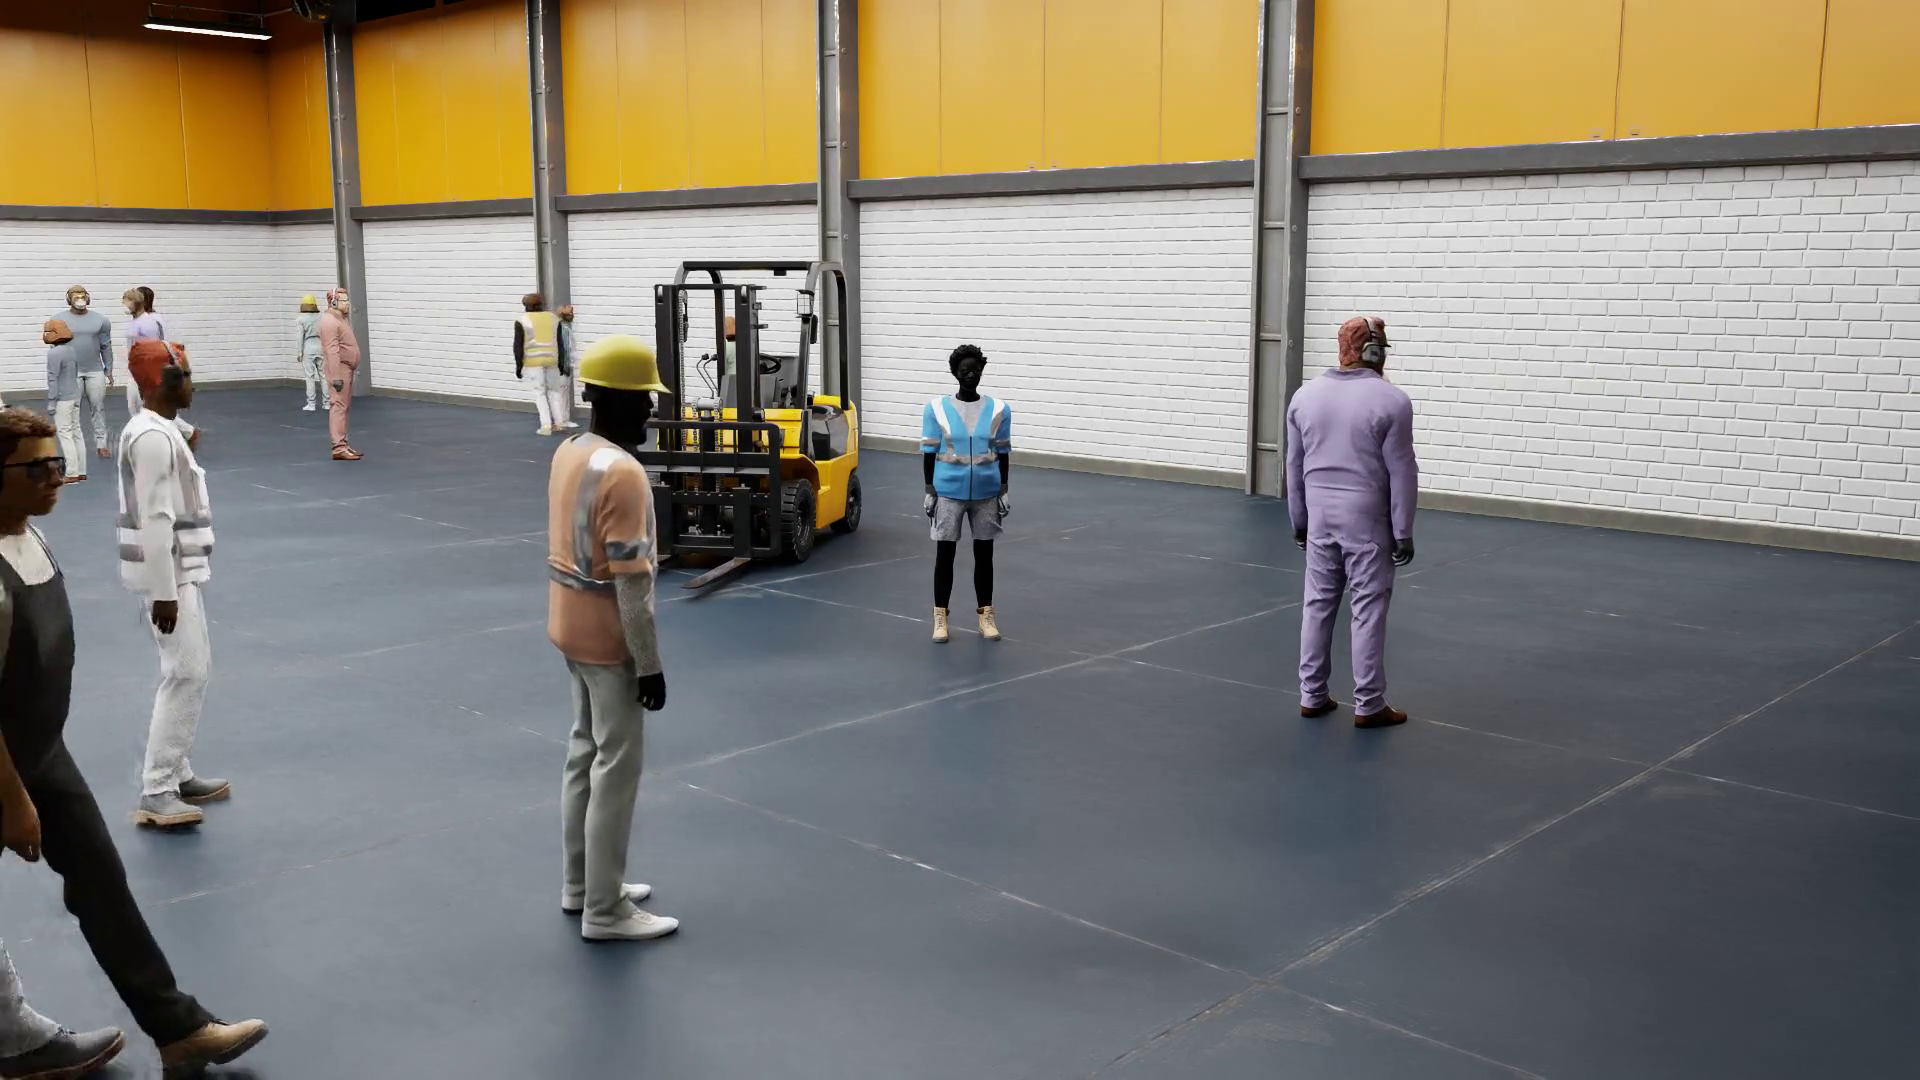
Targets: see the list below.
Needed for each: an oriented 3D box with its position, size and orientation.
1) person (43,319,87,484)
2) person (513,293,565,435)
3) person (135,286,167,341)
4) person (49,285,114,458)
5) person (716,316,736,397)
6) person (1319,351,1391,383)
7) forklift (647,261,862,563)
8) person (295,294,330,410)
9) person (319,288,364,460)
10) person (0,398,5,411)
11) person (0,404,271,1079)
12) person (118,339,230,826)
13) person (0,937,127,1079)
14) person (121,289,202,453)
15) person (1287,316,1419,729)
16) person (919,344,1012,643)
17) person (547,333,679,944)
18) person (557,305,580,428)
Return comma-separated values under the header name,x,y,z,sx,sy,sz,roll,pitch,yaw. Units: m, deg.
name,x,y,z,sx,sy,sz,roll,pitch,yaw
person,-8.862,-1.364,16.448,0.284,1.626,0.502,-1,9,-5
person,-5.378,-2.246,21.305,0.647,1.815,0.496,-8,12,-41
person,-9.304,-1.956,19.178,0.377,1.917,0.600,-8,12,-39
person,-9.769,-1.861,18.532,0.633,1.940,0.368,-6,11,-33
person,-2.363,-1.496,17.229,0.277,1.633,0.507,5,11,29
person,2.747,-0.647,11.667,0.534,1.743,0.678,4,10,22
forklift,-1.552,-1.040,12.721,1.214,2.155,2.313,2,9,11
person,-9.748,-2.823,25.029,0.322,1.742,0.493,8,12,42
person,-6.884,-1.844,18.531,0.409,1.907,0.651,-2,10,-13
person,-7.377,-0.724,12.492,0.501,1.633,0.284,2,9,11
person,-2.326,0.562,4.143,0.981,1.791,0.541,-1,9,-6
person,-3.072,0.158,6.440,0.360,1.840,0.713,-4,10,-22
person,-2.729,0.531,4.240,0.945,1.821,0.641,0,9,-2
person,-8.885,-1.811,18.343,0.769,1.914,0.632,-8,12,-39
person,1.841,-0.085,7.748,0.651,1.904,0.403,9,13,44
person,0.038,-0.262,9.464,0.535,1.700,0.318,-2,9,-10
person,-1.098,0.308,5.298,0.401,1.916,0.591,-5,11,-28
person,-5.287,-2.326,22.294,0.315,1.640,0.514,-3,10,-16
